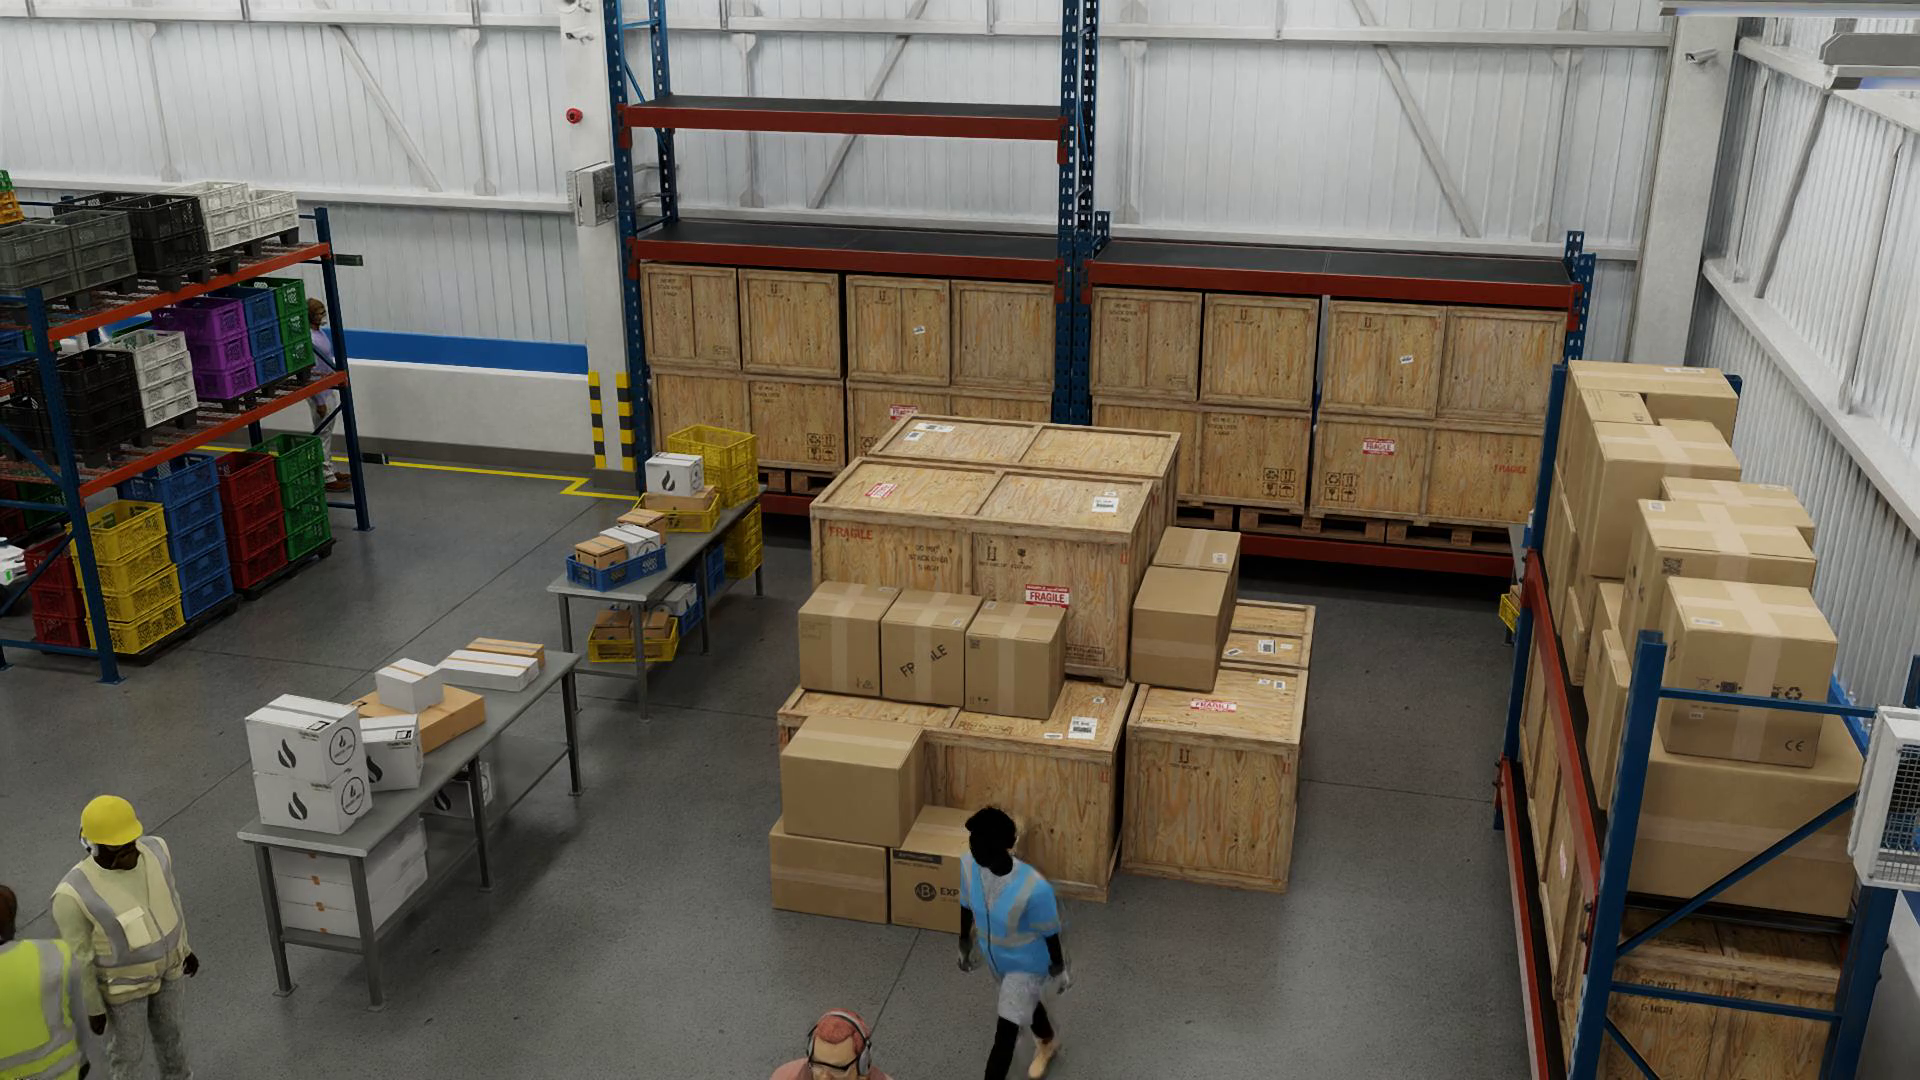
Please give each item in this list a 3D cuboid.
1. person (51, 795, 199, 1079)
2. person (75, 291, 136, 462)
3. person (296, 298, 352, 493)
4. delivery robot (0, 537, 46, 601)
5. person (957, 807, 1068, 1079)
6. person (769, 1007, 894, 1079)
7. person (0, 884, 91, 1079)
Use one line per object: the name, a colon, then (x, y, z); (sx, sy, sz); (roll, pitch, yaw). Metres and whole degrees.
person: (-3.768, 1.984, 7.645); (0.404, 1.831, 0.600); (9, 23, 22)
person: (-8.868, -1.647, 17.131); (0.435, 1.853, 0.624); (-7, 22, -17)
person: (-6.318, -1.442, 16.462); (0.355, 1.938, 0.637); (-5, 22, -14)
delivery robot: (-7.982, 0.216, 13.921); (0.707, 0.478, 0.477); (14, 25, 33)
person: (0.222, 1.988, 7.880); (0.891, 1.633, 0.572); (-19, 28, -41)
person: (-0.440, 2.541, 6.079); (0.643, 1.913, 0.411); (6, 22, 16)
person: (-3.941, 2.274, 6.931); (0.646, 1.804, 0.601); (-14, 25, -33)
